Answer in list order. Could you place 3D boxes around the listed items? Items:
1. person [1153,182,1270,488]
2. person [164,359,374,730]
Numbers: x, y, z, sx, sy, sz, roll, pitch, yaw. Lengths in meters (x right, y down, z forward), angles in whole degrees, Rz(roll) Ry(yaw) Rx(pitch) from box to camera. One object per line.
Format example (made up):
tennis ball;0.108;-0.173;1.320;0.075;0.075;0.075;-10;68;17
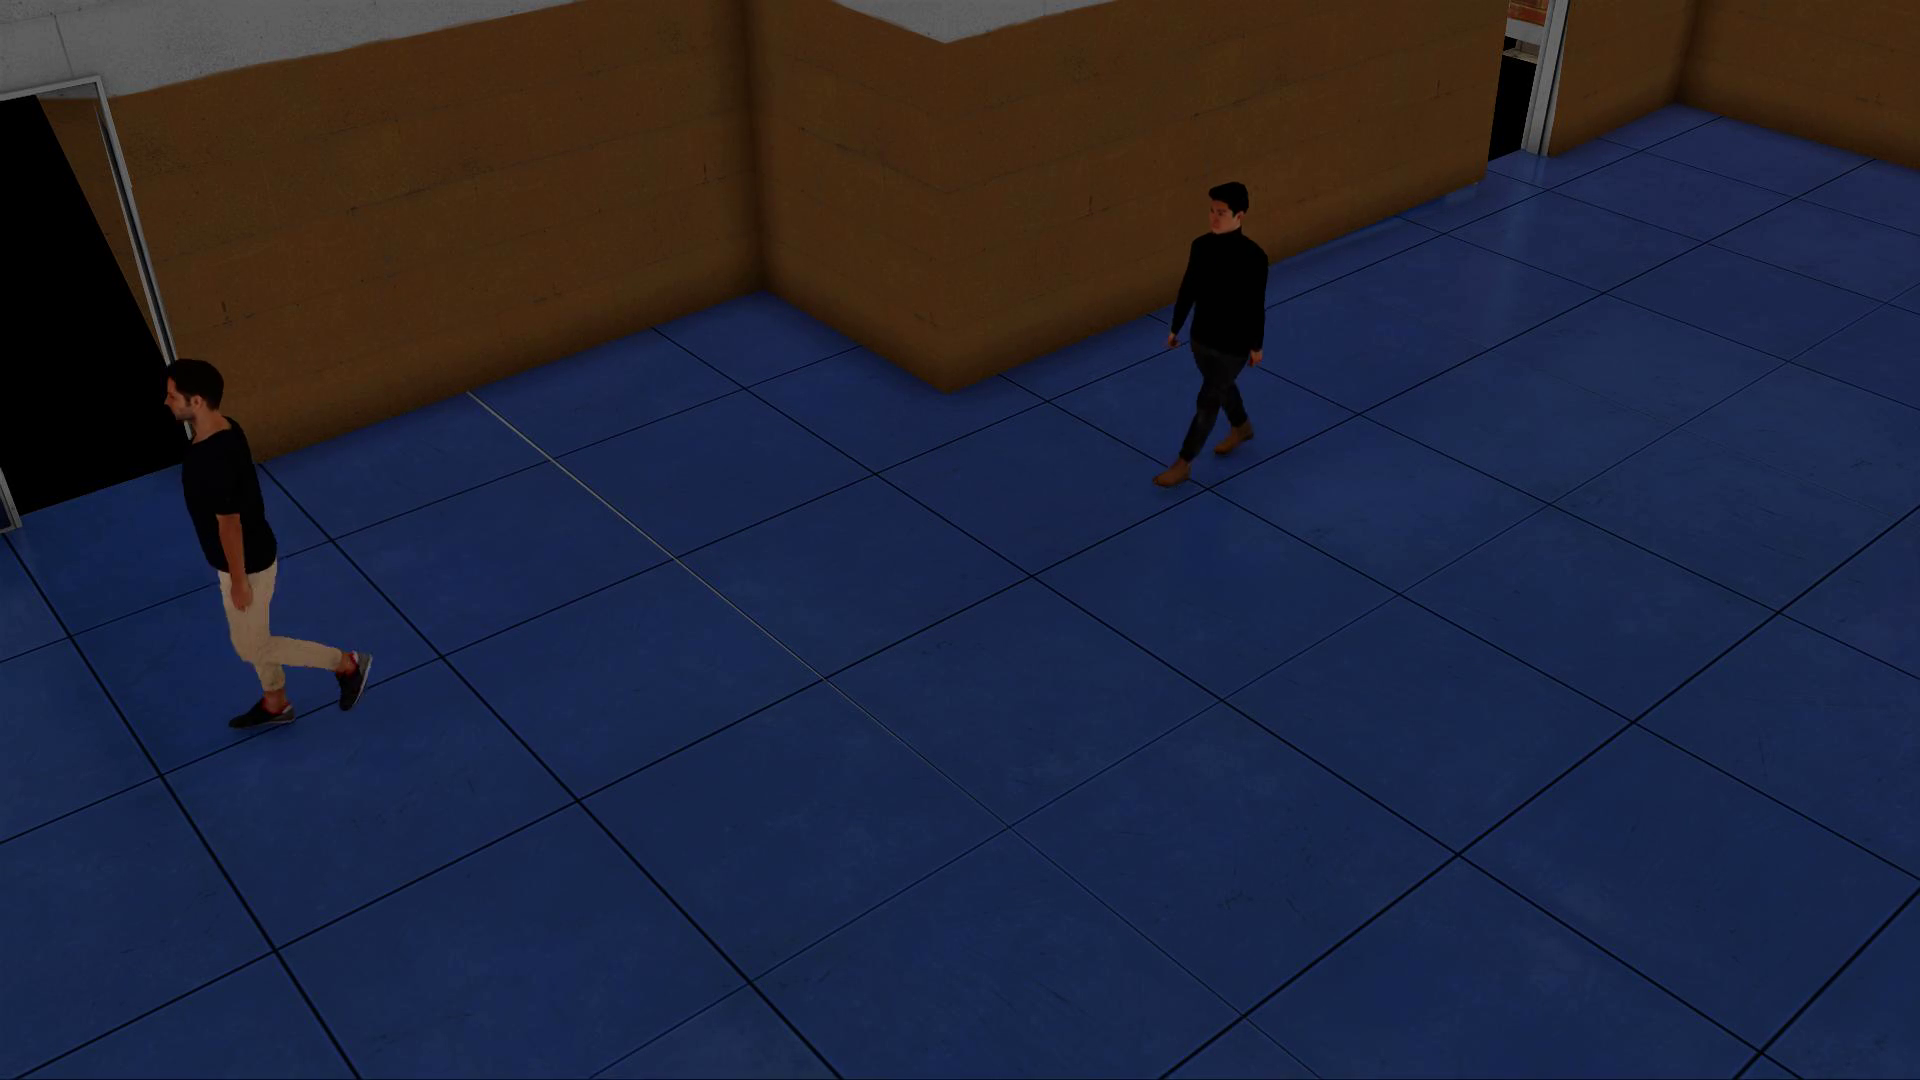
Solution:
person;1.475;-1.142;9.129;0.735;1.685;1.009;-24;40;-31
person;-2.991;0.067;7.149;0.866;1.839;0.918;-14;36;-19
